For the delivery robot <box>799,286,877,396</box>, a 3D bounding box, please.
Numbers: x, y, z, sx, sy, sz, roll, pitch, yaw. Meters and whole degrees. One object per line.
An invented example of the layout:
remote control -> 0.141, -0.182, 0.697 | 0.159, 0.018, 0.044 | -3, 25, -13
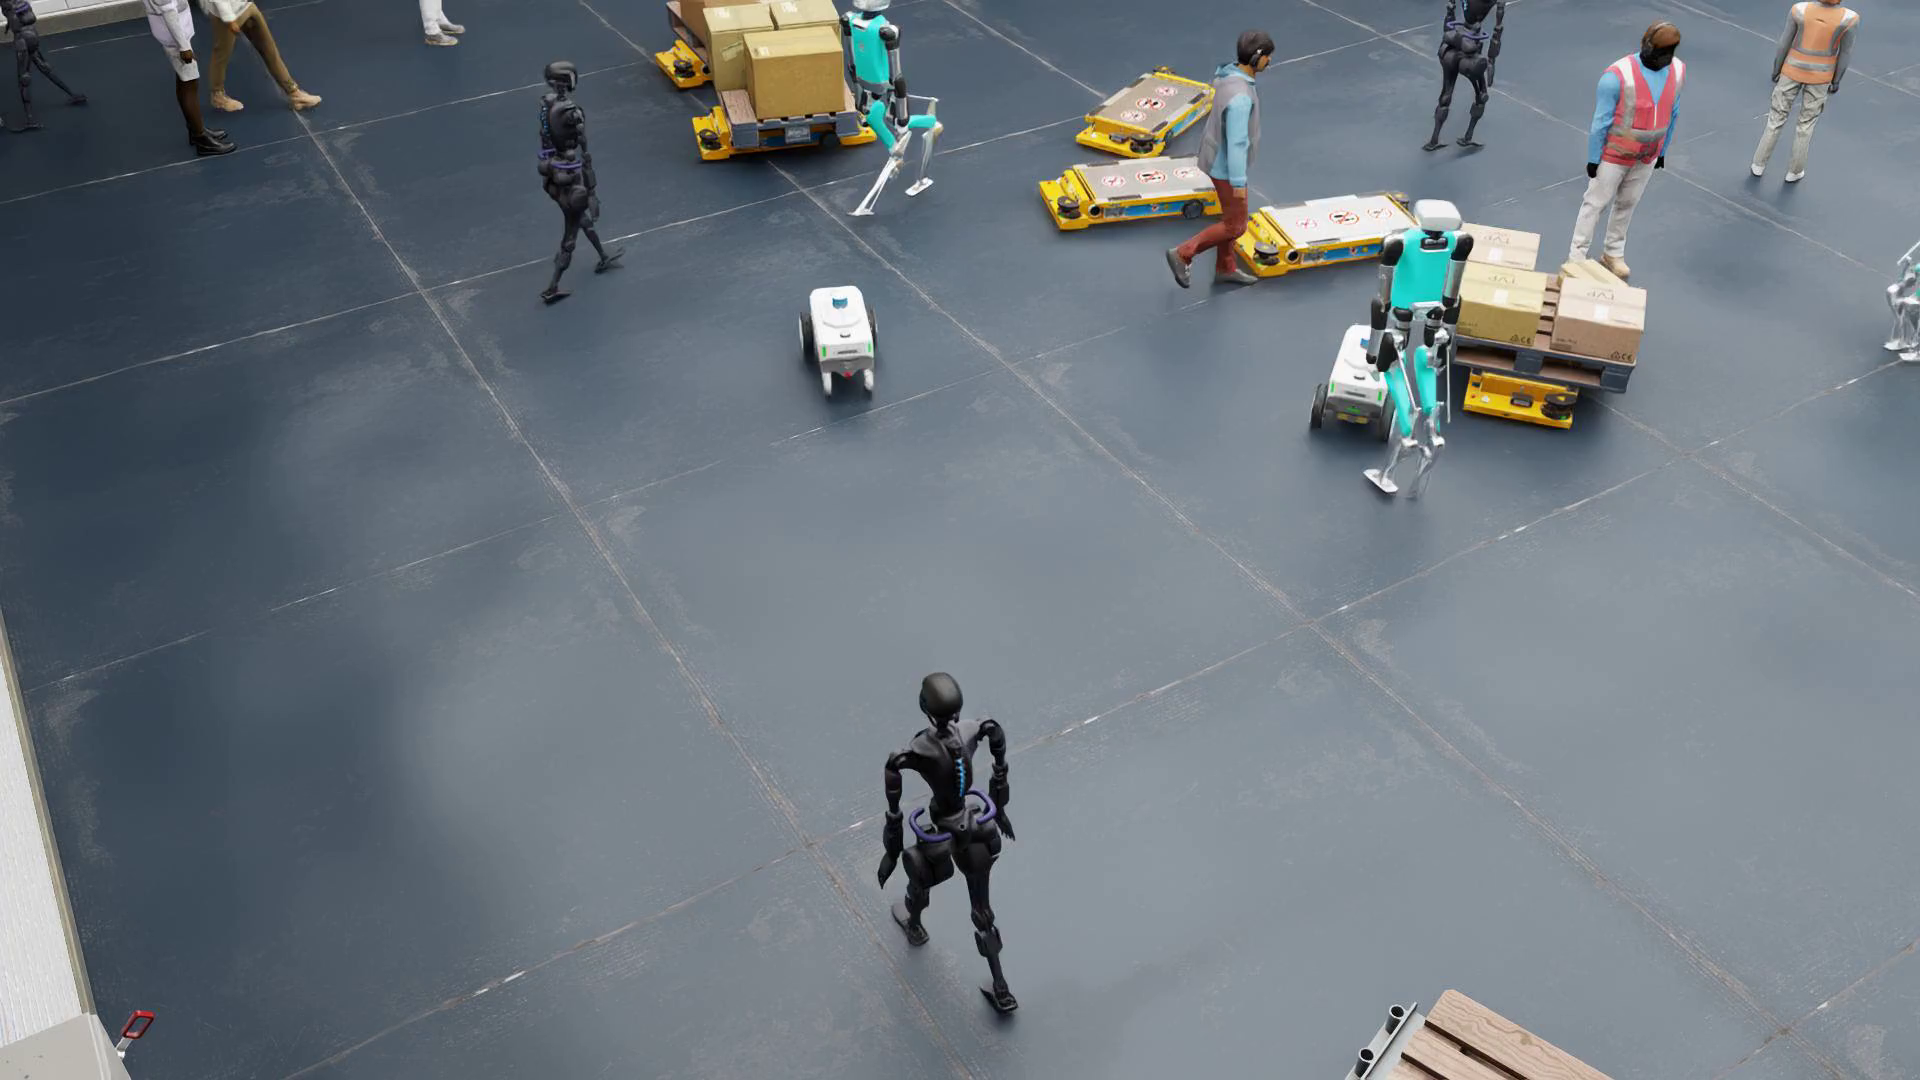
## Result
delivery robot -> -0.767, -1.329, 10.747 | 0.499, 0.606, 0.807 | -6, 39, -8

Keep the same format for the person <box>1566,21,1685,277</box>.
person -> 4.567, -2.649, 11.375 | 0.639, 1.837, 0.430 | -10, 39, -12

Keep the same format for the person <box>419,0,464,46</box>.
person -> -4.773, -5.367, 14.767 | 0.358, 1.882, 0.587 | -2, 38, -2

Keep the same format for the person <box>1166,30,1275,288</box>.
person -> 1.774, -2.522, 11.191 | 0.576, 1.854, 0.574 | 5, 39, 6

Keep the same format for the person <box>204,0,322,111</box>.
person -> -5.899, -4.312, 13.562 | 0.961, 1.711, 0.540 | 5, 39, 7

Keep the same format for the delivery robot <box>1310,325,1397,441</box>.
delivery robot -> 2.497, -1.004, 10.326 | 0.499, 0.592, 0.774 | 13, 40, 15

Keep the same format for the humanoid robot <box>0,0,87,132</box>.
humanoid robot -> -7.664, -4.187, 13.480 | 0.639, 1.626, 0.610 | -21, 43, -24

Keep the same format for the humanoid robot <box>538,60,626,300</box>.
humanoid robot -> -2.649, -2.459, 11.292 | 0.778, 1.624, 0.616 | -30, 47, -32

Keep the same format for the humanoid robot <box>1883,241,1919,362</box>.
humanoid robot -> 6.268, -1.884, 10.479 | 0.765, 1.769, 0.534 | -7, 39, -9

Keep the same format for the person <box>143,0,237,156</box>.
person -> -6.086, -3.952, 12.936 | 0.354, 1.936, 0.551 | -20, 43, -24

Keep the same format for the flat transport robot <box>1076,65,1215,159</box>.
flat transport robot -> 1.598, -3.536, 13.753 | 0.659, 0.231, 1.431 | 22, 43, 26

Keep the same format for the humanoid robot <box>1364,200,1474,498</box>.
humanoid robot -> 2.605, -0.942, 9.349 | 0.567, 1.841, 0.742 | -8, 39, -10

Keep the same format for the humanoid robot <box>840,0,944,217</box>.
humanoid robot -> -0.460, -3.207, 12.177 | 0.550, 1.747, 1.032 | 30, 47, 33

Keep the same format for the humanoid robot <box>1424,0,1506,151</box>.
humanoid robot -> 3.989, -3.859, 13.036 | 0.486, 1.643, 0.612 | -20, 43, -24

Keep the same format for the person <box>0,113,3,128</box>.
person -> -8.093, -4.112, 13.233 | 0.617, 1.823, 0.424 | 25, 45, 28

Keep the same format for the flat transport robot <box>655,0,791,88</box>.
flat transport robot -> -1.926, -4.334, 14.760 | 1.431, 0.231, 0.659 | -17, 42, -21

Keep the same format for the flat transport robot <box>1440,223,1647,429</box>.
flat transport robot -> 3.701, -1.219, 10.829 | 0.659, 0.231, 1.431 | 13, 40, 15

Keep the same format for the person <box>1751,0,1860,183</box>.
person -> 6.415, -3.510, 12.612 | 0.511, 1.644, 0.305 | 20, 43, 24

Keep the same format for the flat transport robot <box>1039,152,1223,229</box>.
flat transport robot -> 1.372, -2.651, 12.636 | 1.431, 0.231, 0.659 | -8, 39, -10

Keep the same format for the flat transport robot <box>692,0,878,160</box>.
flat transport robot -> -1.434, -3.388, 13.567 | 1.431, 0.231, 0.659 | -9, 39, -11

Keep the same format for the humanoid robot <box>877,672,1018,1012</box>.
humanoid robot -> -0.034, 1.193, 6.693 | 0.610, 1.627, 0.780 | -19, 42, -23

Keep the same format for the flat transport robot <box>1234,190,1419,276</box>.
flat transport robot -> 2.711, -2.235, 12.112 | 1.431, 0.231, 0.659 | -10, 39, -12
